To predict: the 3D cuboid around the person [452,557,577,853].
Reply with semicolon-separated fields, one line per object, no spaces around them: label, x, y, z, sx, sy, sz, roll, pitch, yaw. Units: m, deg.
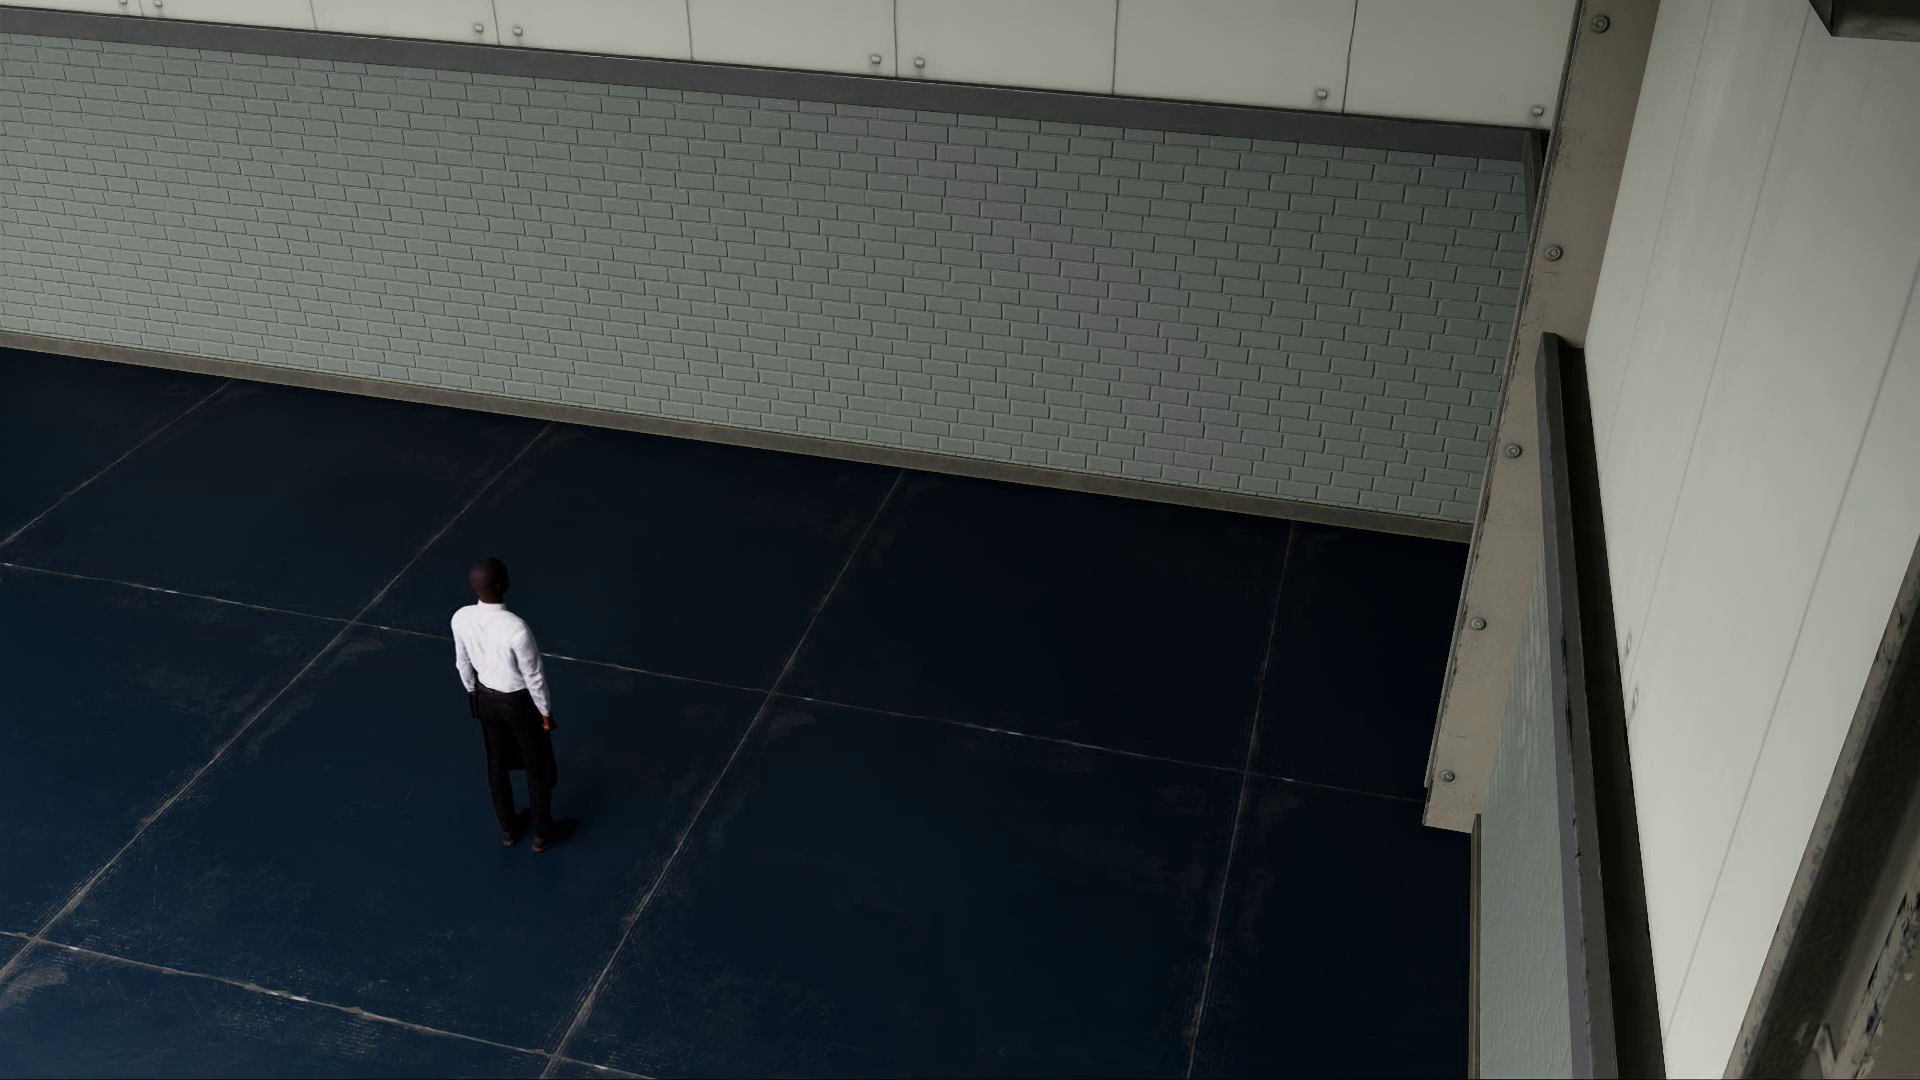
person;-2.423;0.893;8.929;0.652;1.836;0.530;10;34;16
